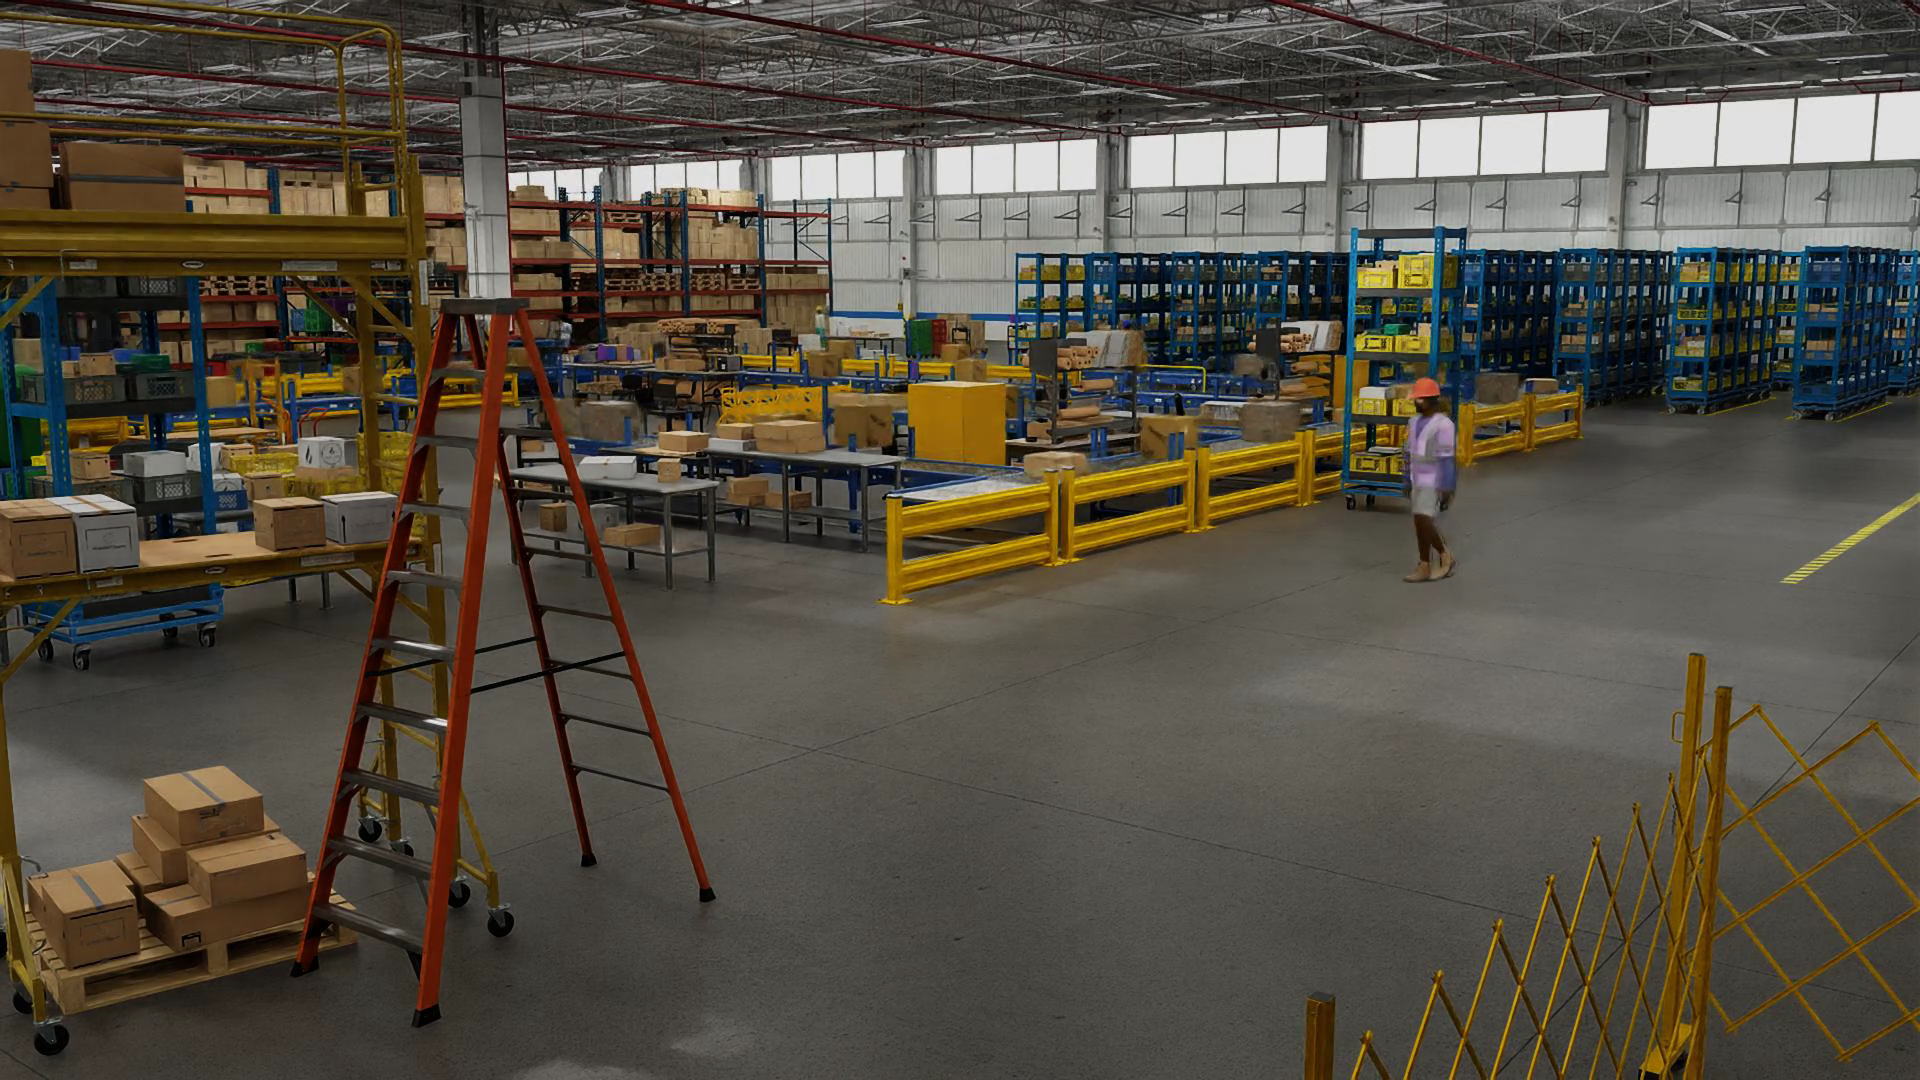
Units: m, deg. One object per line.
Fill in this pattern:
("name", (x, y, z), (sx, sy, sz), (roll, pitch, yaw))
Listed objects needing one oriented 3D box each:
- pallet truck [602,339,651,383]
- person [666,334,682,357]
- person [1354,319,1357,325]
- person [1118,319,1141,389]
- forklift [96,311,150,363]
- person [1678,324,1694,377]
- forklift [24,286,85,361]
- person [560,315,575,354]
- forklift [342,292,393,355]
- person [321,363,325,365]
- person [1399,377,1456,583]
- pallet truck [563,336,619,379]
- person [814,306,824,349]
("pallet truck", (-8.991, -4.871, 45.351), (0.653, 1.274, 1.630), (7, 11, 37))
("person", (-6.946, -4.383, 40.980), (0.892, 1.724, 0.548), (4, 10, 24))
("person", (11.456, -5.681, 48.888), (0.911, 1.792, 0.603), (5, 10, 27))
("person", (4.242, -4.574, 41.633), (0.635, 1.902, 0.984), (-6, 11, -34))
("forklift", (-21.796, -5.227, 42.656), (1.873, 2.768, 1.129), (-2, 9, -10))
("person", (18.431, -4.643, 42.244), (0.423, 1.842, 0.611), (2, 9, 12))
("forklift", (-24.392, -5.523, 44.499), (1.873, 2.768, 1.129), (7, 11, 36))
("person", (-13.266, -6.757, 56.017), (0.531, 1.652, 0.887), (5, 10, 30))
("forklift", (-16.485, -5.622, 45.120), (1.129, 2.768, 1.873), (7, 11, 37))
("person", (-20.606, -6.477, 53.383), (0.543, 1.940, 0.361), (2, 9, 11))
("person", (4.532, -0.568, 16.227), (0.434, 2.030, 0.609), (-3, 10, -18))
("pallet truck", (-10.690, -5.294, 48.215), (1.601, 1.201, 0.680), (-5, 10, -26))
("person", (-5.638, -8.448, 66.264), (0.545, 1.751, 0.619), (8, 12, 40))
